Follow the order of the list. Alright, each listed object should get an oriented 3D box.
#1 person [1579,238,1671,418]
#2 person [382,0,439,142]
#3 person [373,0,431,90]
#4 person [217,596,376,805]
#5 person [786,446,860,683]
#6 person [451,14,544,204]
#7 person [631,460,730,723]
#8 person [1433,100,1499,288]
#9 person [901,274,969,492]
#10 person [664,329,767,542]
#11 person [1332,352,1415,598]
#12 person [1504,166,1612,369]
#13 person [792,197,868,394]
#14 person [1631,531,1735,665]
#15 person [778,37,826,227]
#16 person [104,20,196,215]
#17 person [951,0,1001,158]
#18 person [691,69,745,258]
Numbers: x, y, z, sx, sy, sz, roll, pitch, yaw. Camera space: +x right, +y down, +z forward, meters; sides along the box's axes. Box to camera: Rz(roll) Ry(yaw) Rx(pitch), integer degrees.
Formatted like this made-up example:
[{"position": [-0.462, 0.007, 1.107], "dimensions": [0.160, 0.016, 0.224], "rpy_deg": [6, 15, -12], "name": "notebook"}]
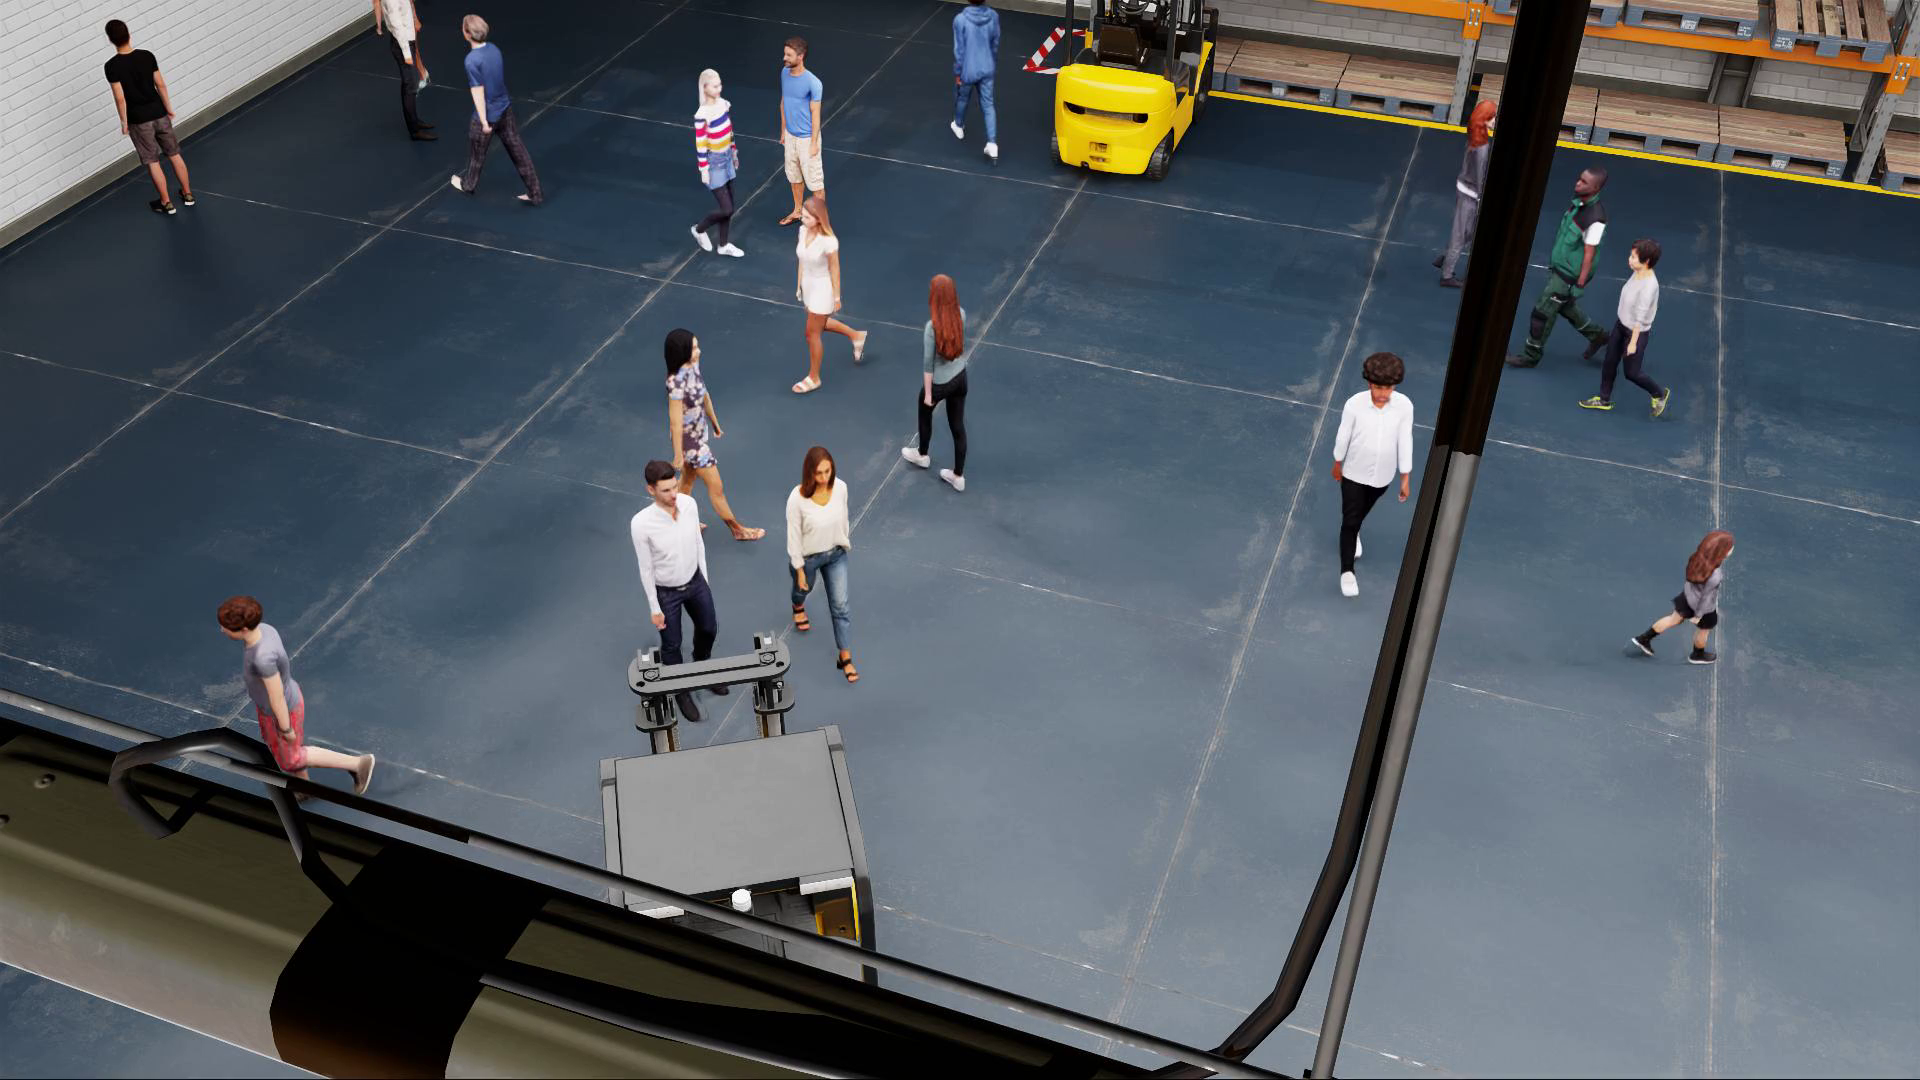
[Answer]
[{"position": [5.334, -1.633, 12.996], "dimensions": [0.934, 1.525, 0.714], "rpy_deg": [2, 39, 2], "name": "person"}, {"position": [-5.677, -5.022, 16.962], "dimensions": [0.754, 1.870, 0.736], "rpy_deg": [-11, 40, -13], "name": "person"}, {"position": [-5.974, -5.613, 17.922], "dimensions": [0.739, 1.595, 0.637], "rpy_deg": [11, 40, 14], "name": "person"}, {"position": [-3.864, 0.952, 9.671], "dimensions": [0.971, 1.633, 0.913], "rpy_deg": [-16, 41, -19], "name": "person"}, {"position": [-0.959, 0.063, 10.782], "dimensions": [1.079, 1.637, 1.143], "rpy_deg": [-17, 42, -20], "name": "person"}, {"position": [-4.330, -4.011, 15.740], "dimensions": [1.206, 1.816, 0.748], "rpy_deg": [16, 41, 19], "name": "person"}, {"position": [-1.797, 0.259, 10.352], "dimensions": [0.759, 1.867, 0.800], "rpy_deg": [-26, 45, -29], "name": "person"}, {"position": [4.359, -2.986, 14.498], "dimensions": [0.631, 1.764, 0.630], "rpy_deg": [6, 39, 7], "name": "person"}, {"position": [-0.053, -1.105, 12.177], "dimensions": [0.861, 1.721, 0.989], "rpy_deg": [-29, 47, -31], "name": "person"}, {"position": [-1.956, -0.720, 11.704], "dimensions": [1.024, 1.709, 0.766], "rpy_deg": [5, 39, 6], "name": "person"}, {"position": [2.809, -0.546, 11.448], "dimensions": [1.134, 1.757, 0.958], "rpy_deg": [0, 39, 0], "name": "person"}, {"position": [4.998, -2.175, 13.438], "dimensions": [1.163, 1.819, 0.868], "rpy_deg": [3, 39, 3], "name": "person"}, {"position": [-1.059, -2.015, 13.354], "dimensions": [0.966, 1.673, 1.036], "rpy_deg": [-27, 46, -30], "name": "person"}, {"position": [4.757, 0.370, 10.837], "dimensions": [0.842, 1.088, 0.620], "rpy_deg": [1, 39, 1], "name": "person"}, {"position": [-1.457, -3.749, 15.374], "dimensions": [0.639, 1.863, 0.787], "rpy_deg": [29, 47, 31], "name": "person"}, {"position": [-7.664, -3.989, 15.678], "dimensions": [0.718, 1.859, 0.757], "rpy_deg": [29, 47, 31], "name": "person"}, {"position": [0.196, -4.687, 16.623], "dimensions": [1.200, 1.771, 1.195], "rpy_deg": [-12, 40, -15], "name": "person"}, {"position": [-2.250, -3.386, 14.972], "dimensions": [0.724, 1.797, 0.663], "rpy_deg": [16, 41, 19], "name": "person"}]
